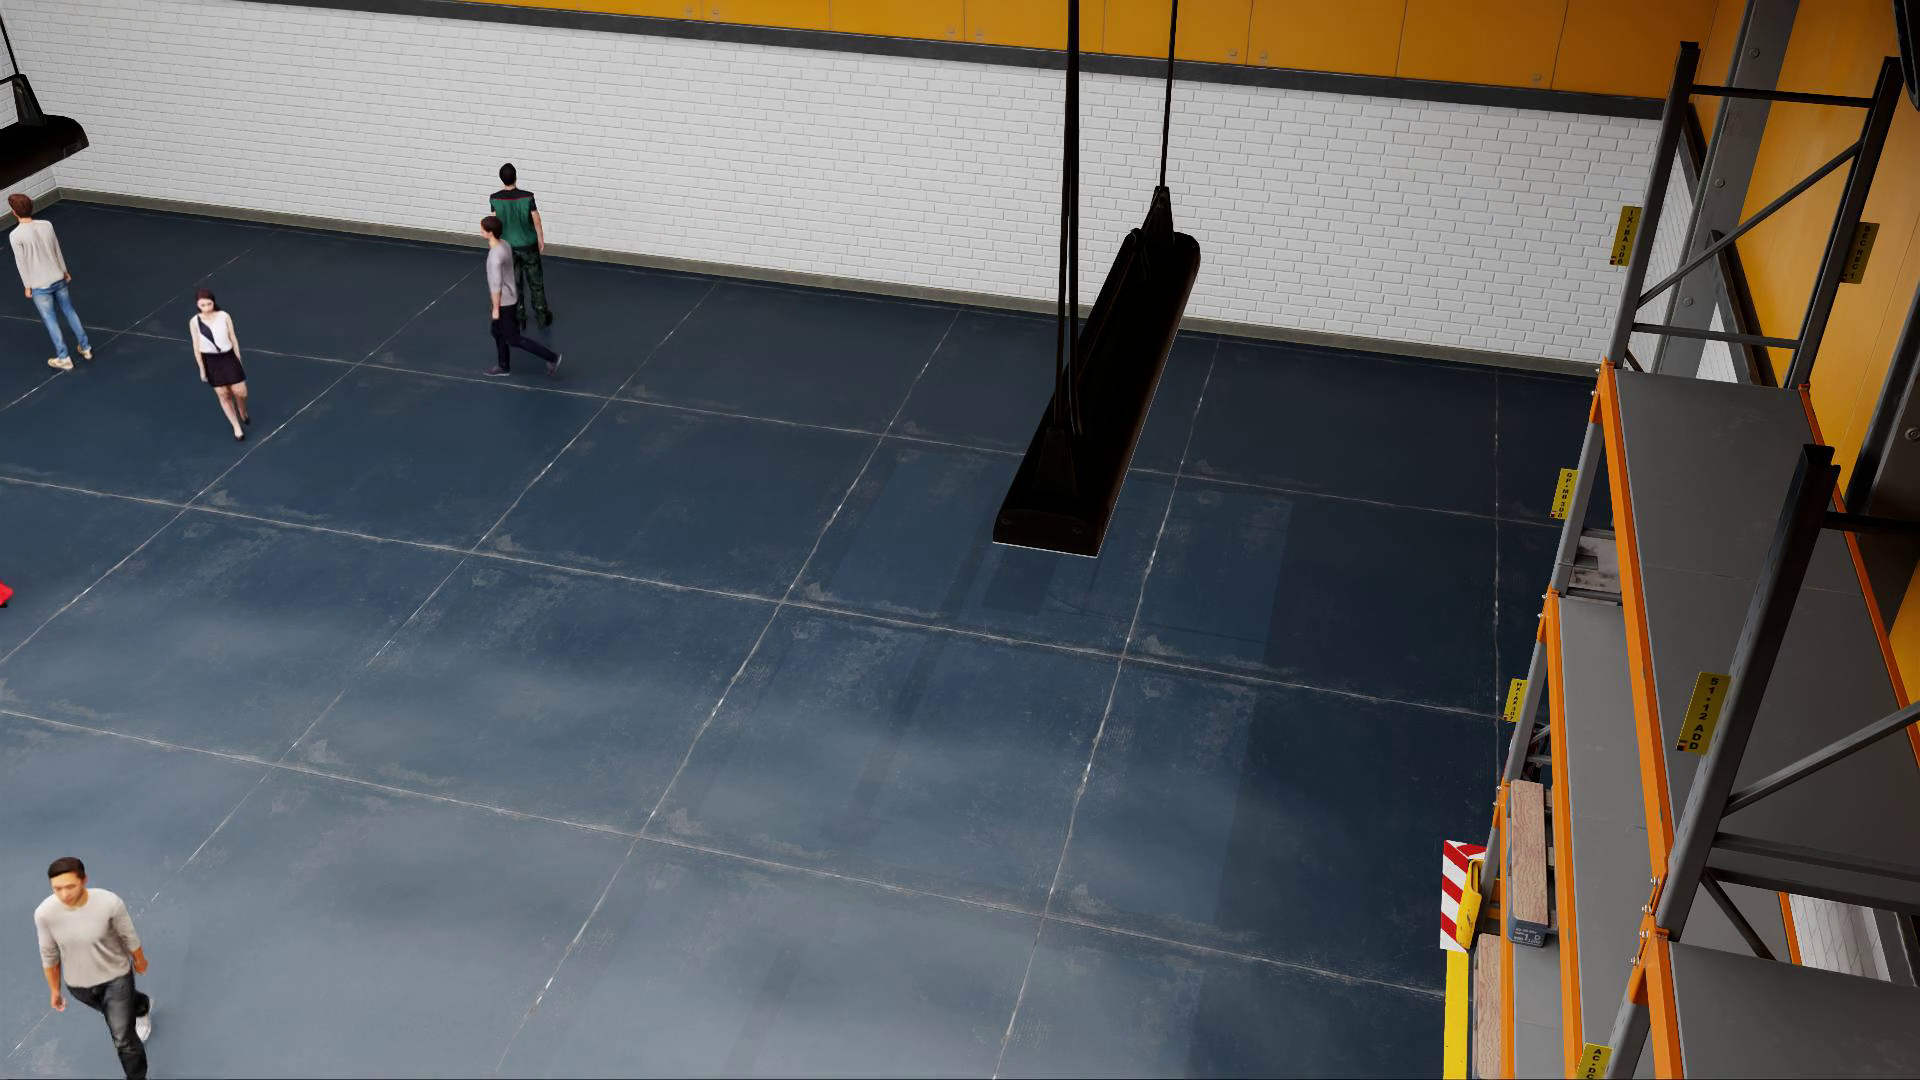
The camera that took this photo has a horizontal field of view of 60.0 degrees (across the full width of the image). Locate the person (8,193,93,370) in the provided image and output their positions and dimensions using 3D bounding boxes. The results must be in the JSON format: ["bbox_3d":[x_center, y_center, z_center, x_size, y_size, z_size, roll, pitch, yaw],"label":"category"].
[{"bbox_3d":[-9.705,-2.756,17.689,0.778,1.894,0.600,16,37,23],"label":"person"}]

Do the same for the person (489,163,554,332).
[{"bbox_3d":[-4.885,-3.256,18.435,0.763,1.899,0.724,-5,34,-7],"label":"person"}]

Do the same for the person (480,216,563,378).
[{"bbox_3d":[-4.659,-2.490,17.358,1.005,1.817,1.131,-5,34,-7],"label":"person"}]

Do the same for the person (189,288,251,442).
[{"bbox_3d":[-7.306,-1.752,16.406,0.724,1.641,0.784,-16,37,-23],"label":"person"}]

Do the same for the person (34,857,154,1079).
[{"bbox_3d":[-5.094,2.508,9.877,0.944,1.774,1.231,-5,34,-7],"label":"person"}]
